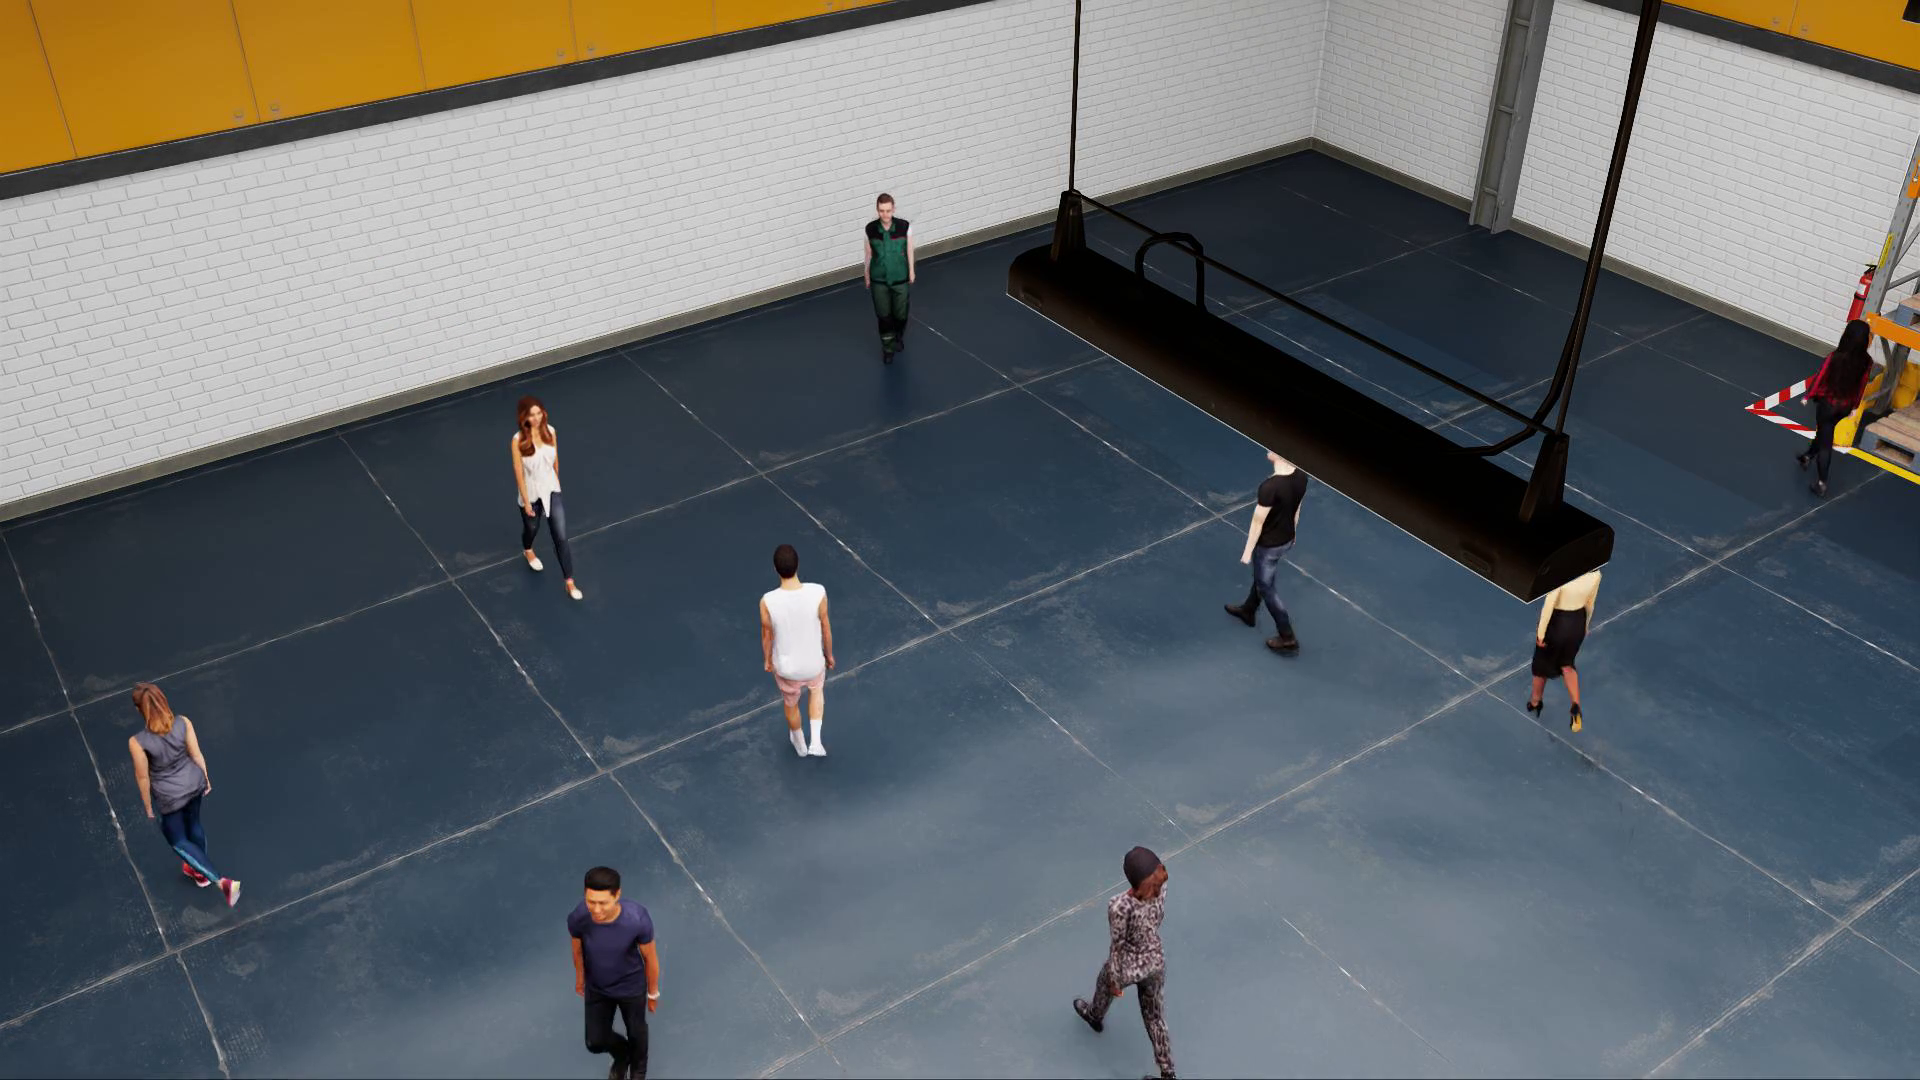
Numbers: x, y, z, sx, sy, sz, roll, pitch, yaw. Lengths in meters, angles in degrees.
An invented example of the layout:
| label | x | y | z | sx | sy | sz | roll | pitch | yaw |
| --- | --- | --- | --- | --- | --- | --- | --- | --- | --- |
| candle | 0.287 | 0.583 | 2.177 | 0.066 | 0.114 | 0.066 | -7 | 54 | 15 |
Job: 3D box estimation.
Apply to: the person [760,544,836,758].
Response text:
| label | x | y | z | sx | sy | sz | roll | pitch | yaw |
| --- | --- | --- | --- | --- | --- | --- | --- | --- | --- |
| person | -1.127 | 0.869 | 11.681 | 0.820 | 1.776 | 0.895 | -5 | 34 | -8 |

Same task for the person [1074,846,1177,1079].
| label | x | y | z | sx | sy | sz | roll | pitch | yaw |
| --- | --- | --- | --- | --- | --- | --- | --- | --- | --- |
| person | 1.051 | 2.462 | 9.383 | 0.616 | 1.666 | 1.138 | -19 | 38 | -26 |

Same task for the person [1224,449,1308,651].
| label | x | y | z | sx | sy | sz | roll | pitch | yaw |
| --- | --- | --- | --- | --- | --- | --- | --- | --- | --- |
| person | 2.470 | 0.039 | 12.840 | 1.089 | 1.875 | 0.806 | 29 | 43 | 36 |

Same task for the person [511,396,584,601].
| label | x | y | z | sx | sy | sz | roll | pitch | yaw |
| --- | --- | --- | --- | --- | --- | --- | --- | --- | --- |
| person | -3.490 | -0.396 | 13.604 | 0.616 | 1.754 | 1.109 | -24 | 41 | -32 |

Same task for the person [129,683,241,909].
| label | x | y | z | sx | sy | sz | roll | pitch | yaw |
| --- | --- | --- | --- | --- | --- | --- | --- | --- | --- |
| person | -4.931 | 1.655 | 10.560 | 1.065 | 1.708 | 0.777 | 24 | 40 | 31 |

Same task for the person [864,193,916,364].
| label | x | y | z | sx | sy | sz | roll | pitch | yaw |
| --- | --- | --- | --- | --- | --- | --- | --- | --- | --- |
| person | -0.718 | -2.708 | 17.016 | 0.824 | 1.828 | 0.873 | -1 | 34 | -2 |

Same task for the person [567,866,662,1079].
| label | x | y | z | sx | sy | sz | roll | pitch | yaw |
| --- | --- | --- | --- | --- | --- | --- | --- | --- | --- |
| person | -1.900 | 2.420 | 9.341 | 0.784 | 1.783 | 0.827 | 3 | 34 | 5 |

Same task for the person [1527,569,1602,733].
| label | x | y | z | sx | sy | sz | roll | pitch | yaw |
| --- | --- | --- | --- | --- | --- | --- | --- | --- | --- |
| person | 4.407 | 0.716 | 12.037 | 0.788 | 1.636 | 0.925 | -5 | 34 | -7 |

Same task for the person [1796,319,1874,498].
| label | x | y | z | sx | sy | sz | roll | pitch | yaw |
| --- | --- | --- | --- | --- | --- | --- | --- | --- | --- |
| person | 7.835 | -1.133 | 14.823 | 0.844 | 1.632 | 1.000 | -4 | 34 | -6 |
